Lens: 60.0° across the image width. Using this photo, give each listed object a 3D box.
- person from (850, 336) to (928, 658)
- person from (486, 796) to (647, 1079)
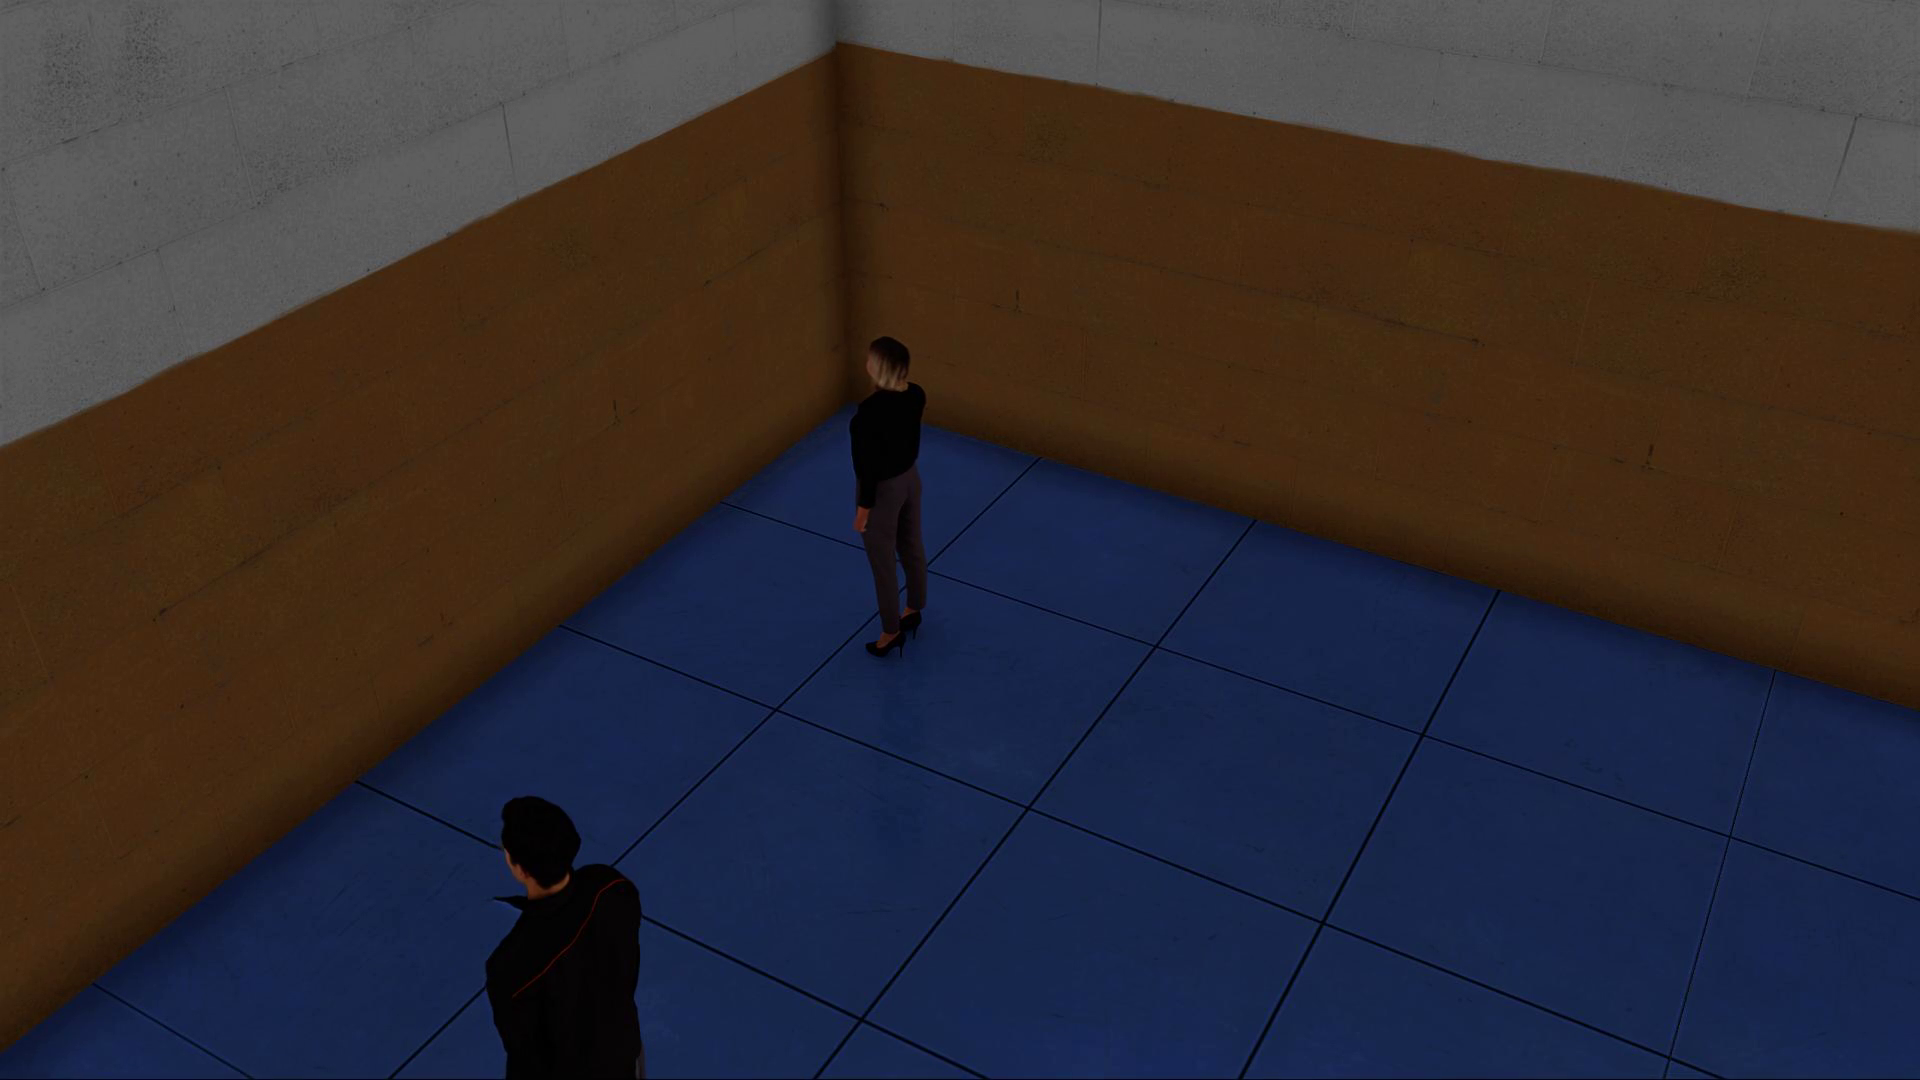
[{"bbox_3d":[-0.315,-0.186,7.726,0.666,1.672,0.479,21,39,28],"label":"person"},{"bbox_3d":[-1.114,1.519,4.915,0.763,1.946,0.528,16,37,22],"label":"person"}]
